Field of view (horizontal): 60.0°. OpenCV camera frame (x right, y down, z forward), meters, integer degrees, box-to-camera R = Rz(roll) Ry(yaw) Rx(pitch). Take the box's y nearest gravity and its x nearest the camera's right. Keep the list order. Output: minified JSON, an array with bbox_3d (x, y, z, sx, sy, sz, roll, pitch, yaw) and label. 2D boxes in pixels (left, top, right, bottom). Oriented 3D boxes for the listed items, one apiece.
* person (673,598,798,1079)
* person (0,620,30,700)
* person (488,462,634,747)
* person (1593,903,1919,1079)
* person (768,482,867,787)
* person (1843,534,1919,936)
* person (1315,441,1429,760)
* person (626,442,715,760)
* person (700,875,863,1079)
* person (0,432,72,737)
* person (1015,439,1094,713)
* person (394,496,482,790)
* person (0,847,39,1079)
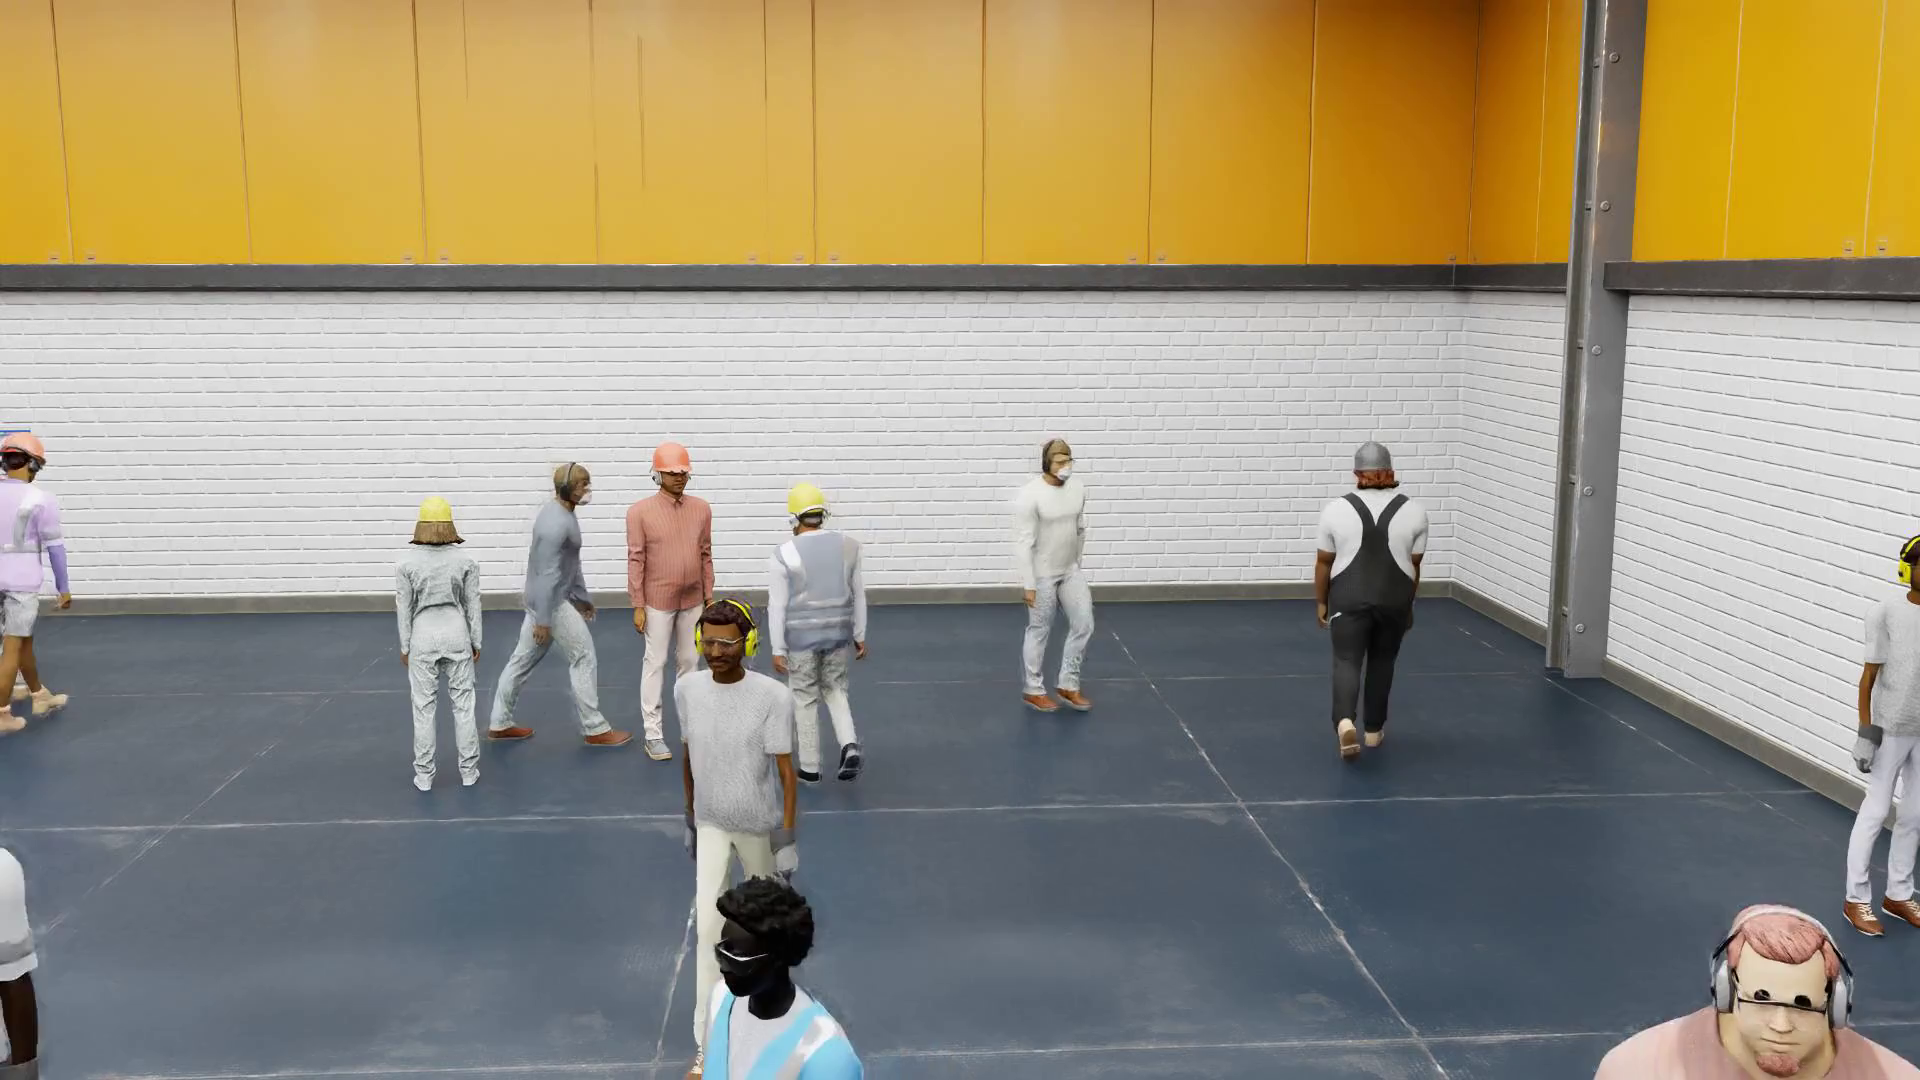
[{"bbox_3d":[-0.859,1.107,6.496,0.524,1.821,0.993,2,9,10],"label":"person"},{"bbox_3d":[-6.789,0.319,11.520,0.618,1.792,0.919,-4,10,-25],"label":"person"},{"bbox_3d":[-2.621,0.424,10.663,0.930,1.870,0.652,-2,9,-15],"label":"person"},{"bbox_3d":[1.499,1.610,3.180,0.676,1.851,0.994,4,10,23],"label":"person"},{"bbox_3d":[-0.829,0.572,9.797,0.624,1.820,0.544,-5,10,-29],"label":"person"},{"bbox_3d":[4.369,0.891,7.662,0.532,1.868,0.310,-2,9,-10],"label":"person"},{"bbox_3d":[2.580,0.359,10.464,0.684,2.000,0.870,2,9,11],"label":"person"},{"bbox_3d":[-1.809,0.374,10.514,0.611,1.995,0.380,-8,12,-41],"label":"person"},{"bbox_3d":[-0.451,1.592,3.918,0.895,1.644,0.548,-9,13,-44],"label":"person"},{"bbox_3d":[-6.249,0.278,11.136,0.631,1.981,0.903,2,9,11],"label":"person"},{"bbox_3d":[0.689,0.263,11.443,0.665,1.915,0.645,-8,12,-40],"label":"person"},{"bbox_3d":[-3.082,0.607,9.863,0.483,1.737,0.322,-4,10,-24],"label":"person"},{"bbox_3d":[-2.753,1.376,4.433,0.610,1.934,0.941,-2,9,-11],"label":"person"}]
